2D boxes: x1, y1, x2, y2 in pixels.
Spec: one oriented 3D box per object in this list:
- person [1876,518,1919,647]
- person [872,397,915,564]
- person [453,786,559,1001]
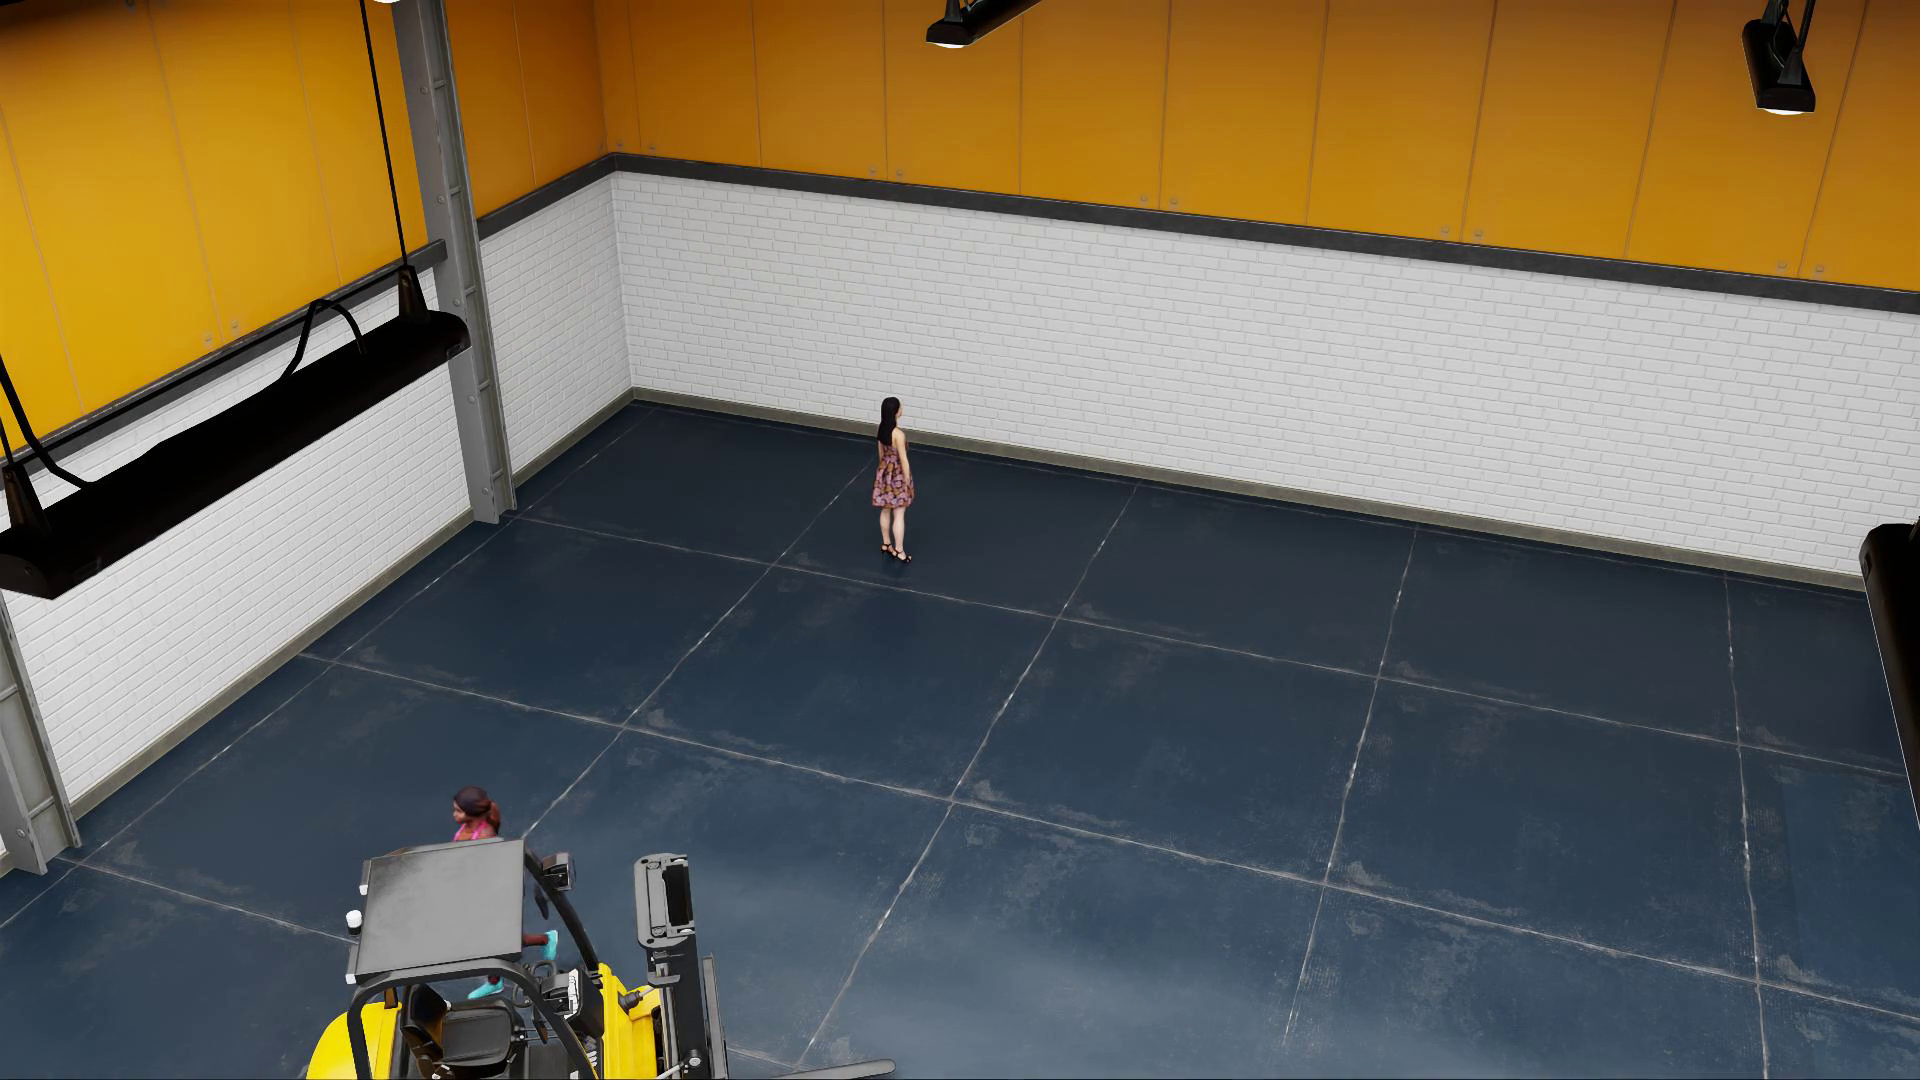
[{"bbox_3d":[8.618,0.327,14.849,0.591,1.670,0.502,10,30,18],"label":"person"},{"bbox_3d":[-0.651,-0.595,16.430,0.830,1.775,0.792,-22,35,-34],"label":"person"},{"bbox_3d":[-3.078,2.341,11.118,0.984,1.707,0.810,-23,36,-36],"label":"person"}]
